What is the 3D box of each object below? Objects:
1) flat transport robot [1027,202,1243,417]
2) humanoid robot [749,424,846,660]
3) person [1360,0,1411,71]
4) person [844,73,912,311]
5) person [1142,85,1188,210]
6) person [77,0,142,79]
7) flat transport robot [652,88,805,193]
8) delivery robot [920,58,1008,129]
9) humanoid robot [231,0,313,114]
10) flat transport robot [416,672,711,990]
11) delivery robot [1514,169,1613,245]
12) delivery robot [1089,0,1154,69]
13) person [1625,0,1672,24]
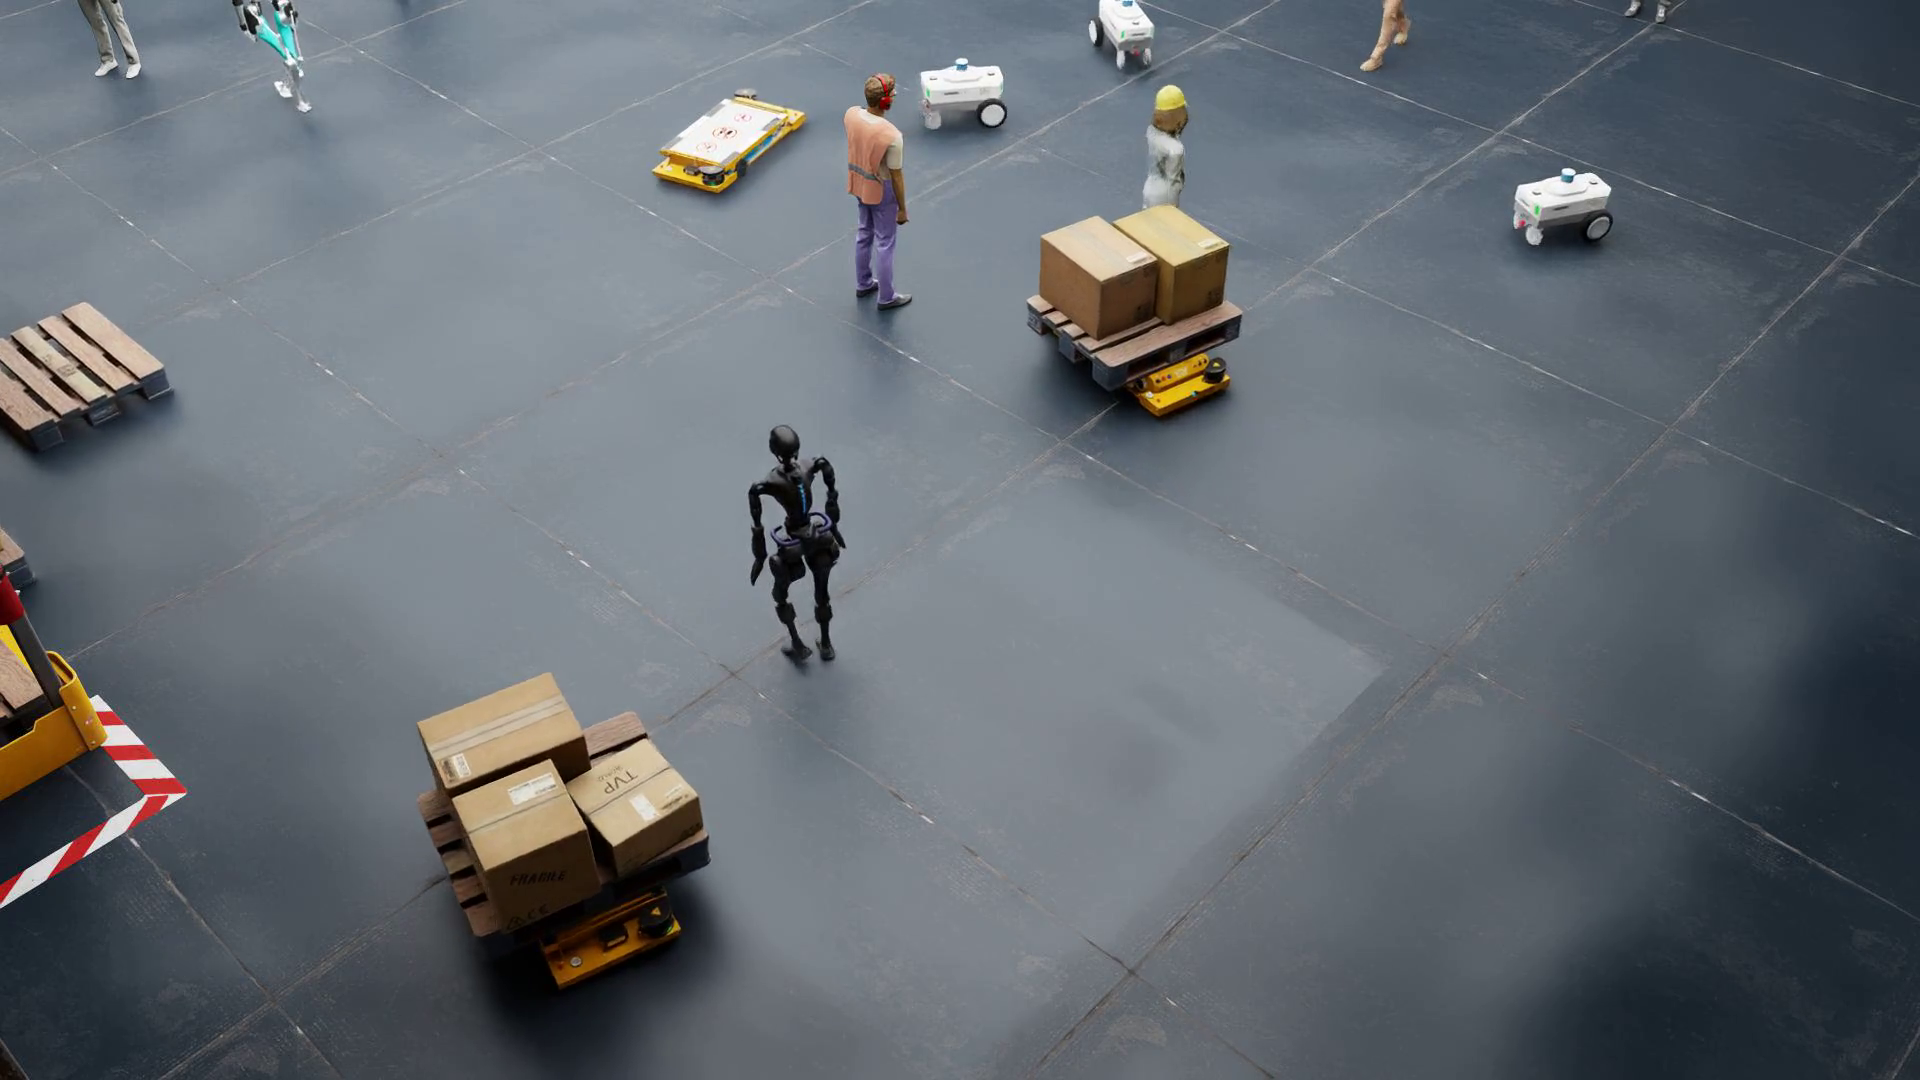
[{"bbox_3d":[1.255,-1.430,12.115,0.659,0.231,1.431,-24,47,-24],"label":"flat transport robot"},{"bbox_3d":[-0.911,0.037,9.433,0.603,1.641,0.332,-23,47,-23],"label":"humanoid robot"},{"bbox_3d":[4.068,-5.237,15.283,0.835,1.698,0.507,-34,52,-32],"label":"person"},{"bbox_3d":[-0.612,-2.520,12.156,0.376,1.838,0.561,-33,51,-31],"label":"person"},{"bbox_3d":[1.487,-2.493,12.220,0.352,1.712,0.553,-13,44,-14],"label":"person"},{"bbox_3d":[-7.847,-4.989,15.040,0.522,1.645,0.304,7,42,7],"label":"person"},{"bbox_3d":[-1.985,-3.458,14.370,0.659,0.231,1.431,19,45,20],"label":"flat transport robot"},{"bbox_3d":[0.041,-3.956,14.723,0.811,0.613,0.499,-7,42,-7],"label":"delivery robot"},{"bbox_3d":[-5.905,-4.453,14.420,0.538,1.767,1.027,-29,49,-28],"label":"humanoid robot"},{"bbox_3d":[-2.045,1.641,8.702,0.659,0.231,1.431,-21,46,-22],"label":"flat transport robot"},{"bbox_3d":[4.826,-2.685,13.311,0.785,0.614,0.518,-12,43,-13],"label":"delivery robot"},{"bbox_3d":[1.561,-4.843,15.692,0.499,0.590,0.793,-10,43,-11],"label":"delivery robot"},{"bbox_3d":[6.796,-5.890,15.907,0.566,1.832,0.401,18,45,19],"label":"person"}]
